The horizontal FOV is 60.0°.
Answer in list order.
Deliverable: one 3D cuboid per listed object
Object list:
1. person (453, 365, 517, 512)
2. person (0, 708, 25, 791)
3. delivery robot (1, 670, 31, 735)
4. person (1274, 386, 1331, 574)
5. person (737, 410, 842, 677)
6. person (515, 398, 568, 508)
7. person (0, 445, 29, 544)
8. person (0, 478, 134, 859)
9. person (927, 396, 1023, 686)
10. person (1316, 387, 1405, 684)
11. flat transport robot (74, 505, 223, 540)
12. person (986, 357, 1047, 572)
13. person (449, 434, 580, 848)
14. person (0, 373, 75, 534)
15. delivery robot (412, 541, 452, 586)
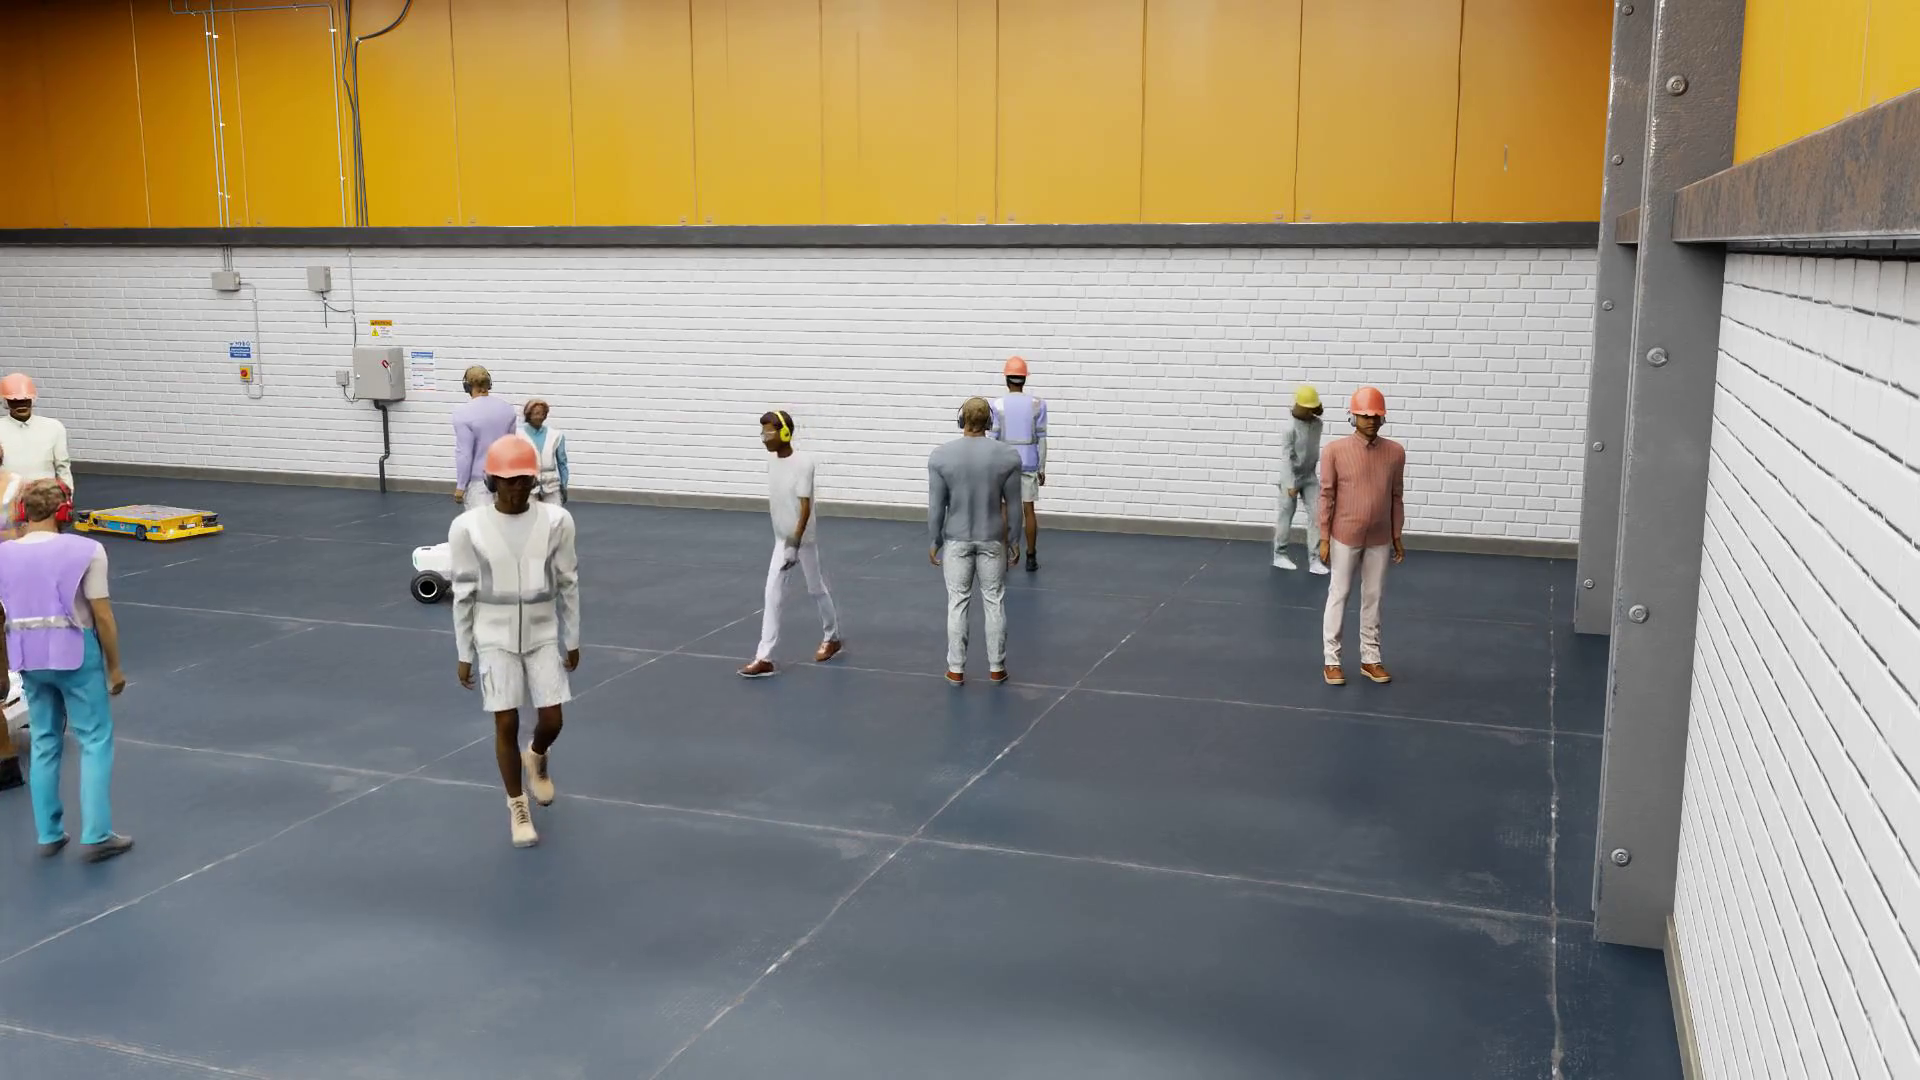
[{"bbox_3d":[-3.966,-0.493,13.898,0.372,1.935,0.627,6,12,31],"label":"person"},{"bbox_3d":[-5.291,0.467,8.601,0.559,1.918,0.729,8,13,37],"label":"person"},{"bbox_3d":[-5.531,0.928,9.510,0.477,0.478,0.707,-1,10,-5],"label":"delivery robot"},{"bbox_3d":[3.047,-0.533,14.786,0.516,1.679,0.779,-6,12,-29],"label":"person"},{"bbox_3d":[-1.161,0.009,11.450,0.486,1.809,0.998,8,13,37],"label":"person"},{"bbox_3d":[-3.641,-0.421,14.357,0.528,1.626,0.473,-5,11,-28],"label":"person"},{"bbox_3d":[-6.638,0.092,11.454,0.538,1.625,0.401,-1,10,-8],"label":"person"},{"bbox_3d":[-4.309,0.624,7.914,0.630,1.823,0.480,0,10,0],"label":"person"},{"bbox_3d":[0.101,0.011,11.042,0.637,1.938,0.357,-1,10,-3],"label":"person"},{"bbox_3d":[2.680,-0.028,11.103,0.622,1.993,0.382,-2,10,-11],"label":"person"},{"bbox_3d":[-8.240,-0.191,16.875,1.431,0.197,0.652,5,11,28],"label":"flat transport robot"},{"bbox_3d":[0.492,-0.671,14.915,0.563,1.932,0.386,-2,10,-9],"label":"person"},{"bbox_3d":[-2.184,0.472,8.195,0.614,2.026,0.581,-4,11,-23],"label":"person"},{"bbox_3d":[-6.994,-0.264,12.500,0.635,1.981,0.428,-9,14,-42],"label":"person"},{"bbox_3d":[-4.149,0.165,13.789,0.707,0.478,0.477,-2,11,-9],"label":"delivery robot"}]
